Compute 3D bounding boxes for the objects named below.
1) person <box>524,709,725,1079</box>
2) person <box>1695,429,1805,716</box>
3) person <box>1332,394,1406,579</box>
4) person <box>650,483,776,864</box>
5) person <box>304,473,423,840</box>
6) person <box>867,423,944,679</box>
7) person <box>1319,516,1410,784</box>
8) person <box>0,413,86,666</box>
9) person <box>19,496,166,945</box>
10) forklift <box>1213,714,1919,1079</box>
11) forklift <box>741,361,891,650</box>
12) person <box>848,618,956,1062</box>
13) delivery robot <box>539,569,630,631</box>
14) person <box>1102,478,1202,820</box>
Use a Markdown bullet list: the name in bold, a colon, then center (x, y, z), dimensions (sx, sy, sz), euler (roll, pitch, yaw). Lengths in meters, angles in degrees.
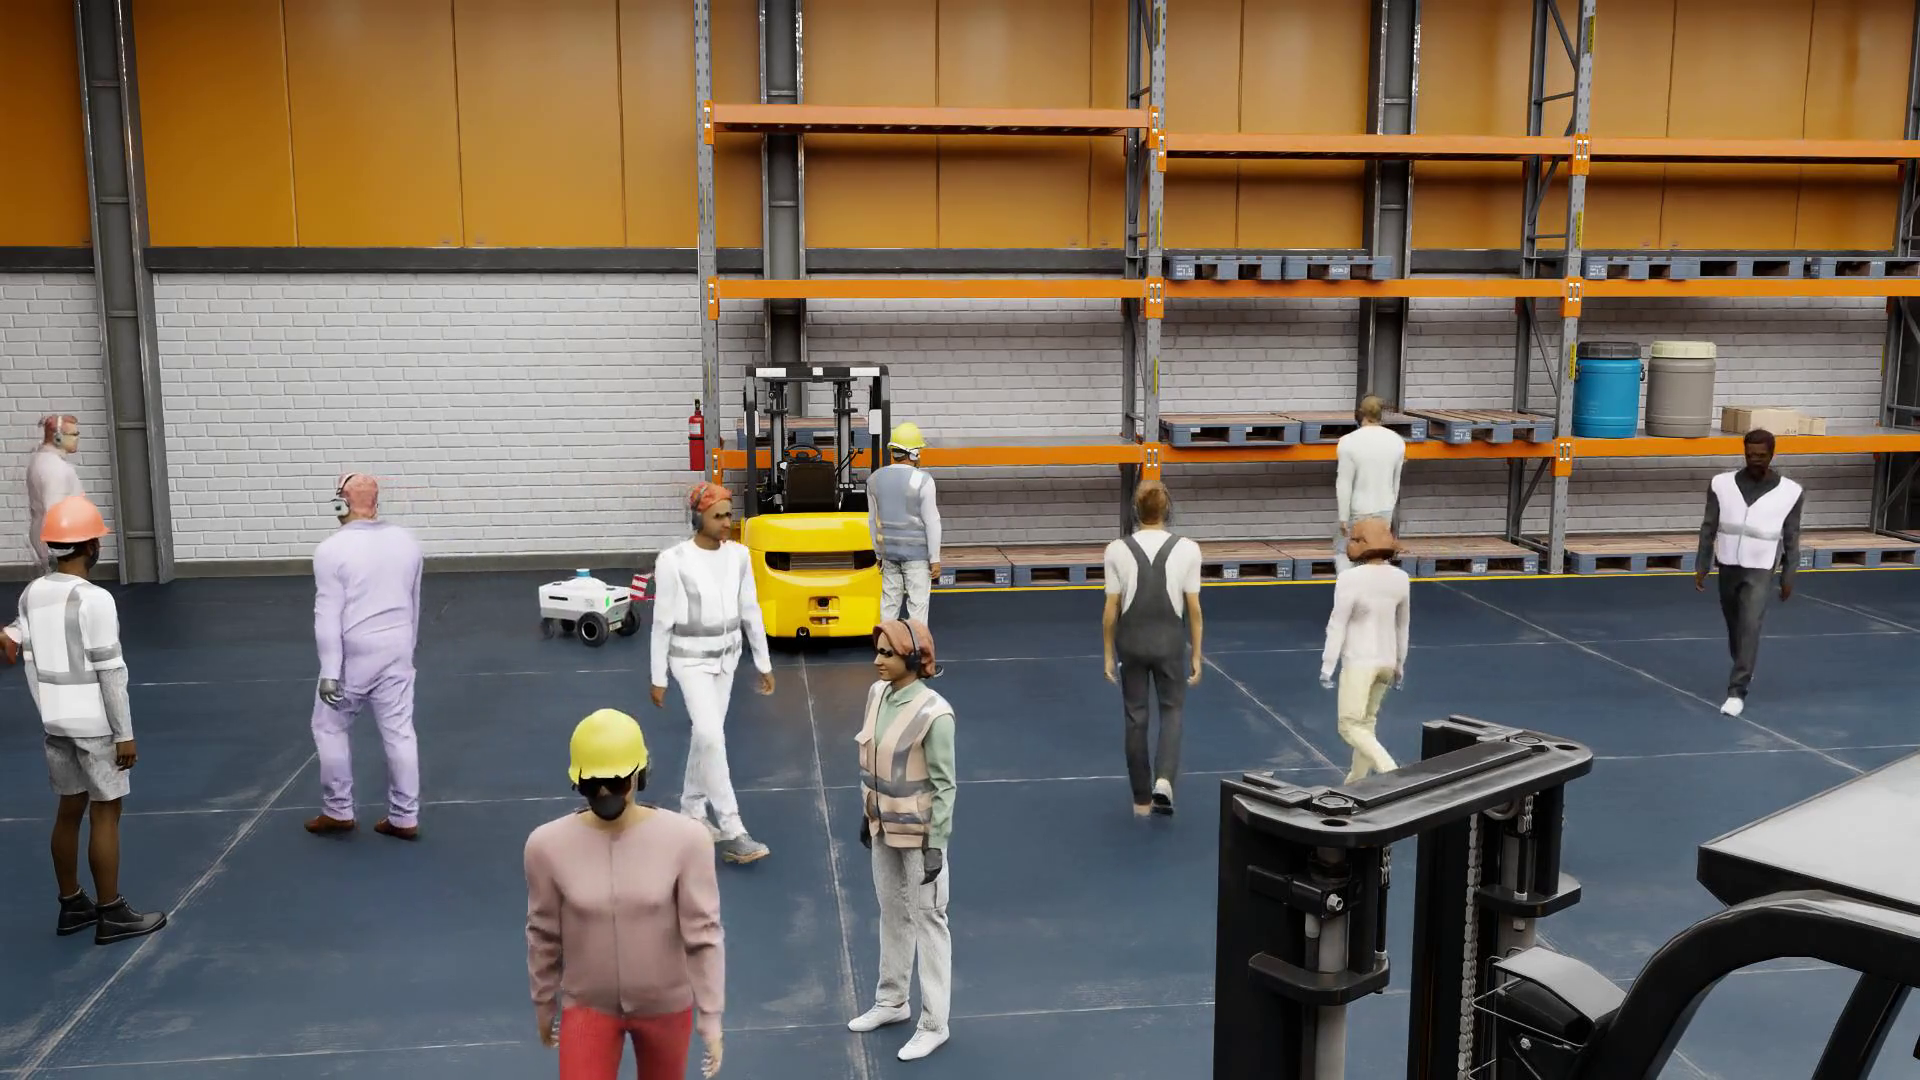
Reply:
- **person**: center (-0.901, 1.311, 4.498), dimensions (0.540, 1.731, 0.830), euler (-1, 9, -9)
- **person**: center (5.306, 0.175, 11.170), dimensions (0.587, 1.875, 1.021), euler (8, 12, 40)
- **person**: center (3.277, -0.221, 13.480), dimensions (0.626, 1.919, 0.599), euler (-2, 9, -14)
- **person**: center (-1.155, 0.653, 8.208), dimensions (0.890, 1.851, 0.600), euler (8, 12, 39)
- **person**: center (-3.083, 0.592, 8.502), dimensions (0.733, 1.879, 0.687), euler (6, 11, 32)
- **person**: center (-0.373, 0.082, 11.860), dimensions (0.590, 1.833, 0.404), euler (6, 11, 33)
- **person**: center (2.204, 0.687, 8.777), dimensions (0.544, 1.610, 0.640), euler (-5, 11, -30)
- **person**: center (-6.677, 0.013, 12.154), dimensions (0.693, 1.879, 0.680), euler (-6, 11, -34)
- **person**: center (-3.764, 0.775, 7.197), dimensions (0.552, 1.938, 0.356), euler (5, 10, 27)
- **forklift**: center (1.441, 1.425, 2.350), dimensions (1.214, 2.155, 2.313), euler (-7, 12, -39)
- **forklift**: center (-1.154, -0.340, 13.365), dimensions (1.214, 2.155, 2.313), euler (-1, 9, -7)
- **person**: center (-0.202, 1.089, 6.164), dimensions (0.311, 1.642, 0.513), euler (-7, 11, -36)
- **delivery robot**: center (-2.966, 0.470, 13.120), dimensions (0.707, 0.478, 0.477), euler (4, 10, 24)
- **person**: center (1.000, 0.589, 8.703), dimensions (0.523, 1.828, 0.455), euler (1, 9, 7)
